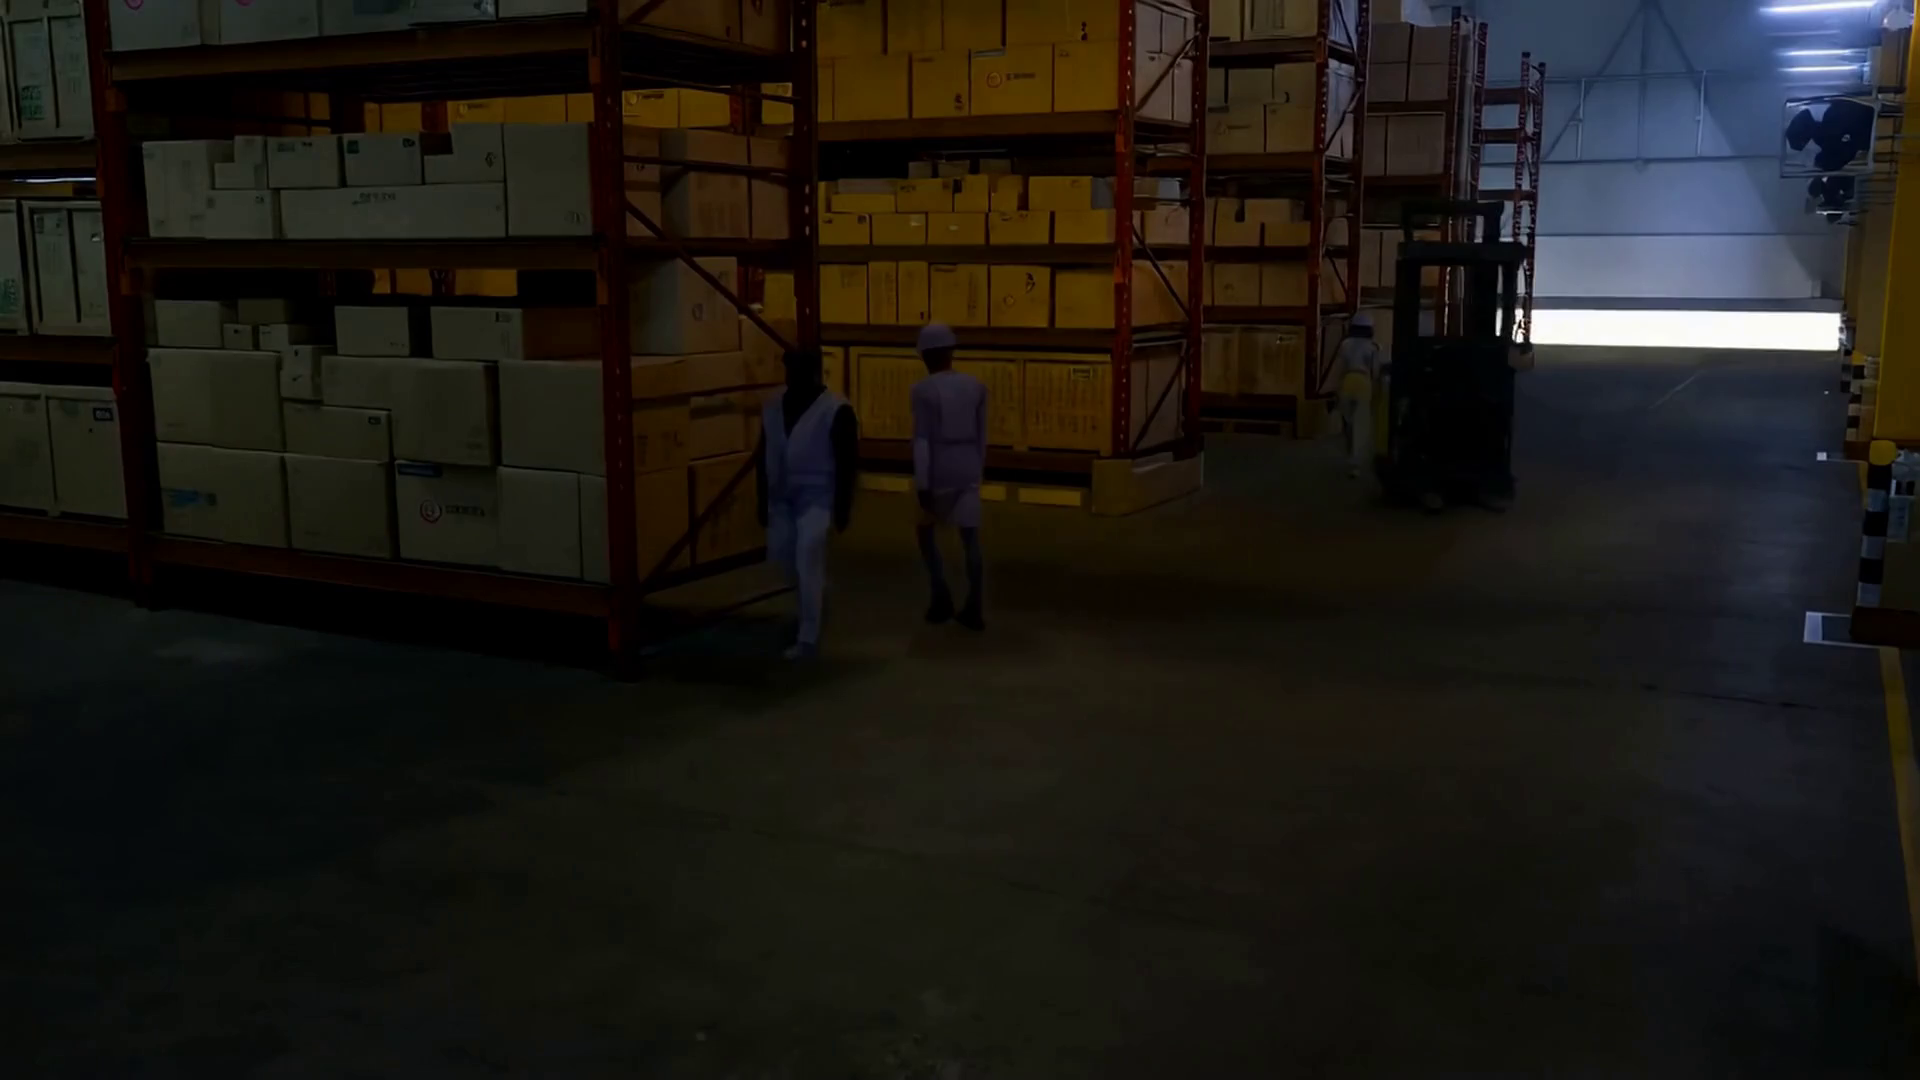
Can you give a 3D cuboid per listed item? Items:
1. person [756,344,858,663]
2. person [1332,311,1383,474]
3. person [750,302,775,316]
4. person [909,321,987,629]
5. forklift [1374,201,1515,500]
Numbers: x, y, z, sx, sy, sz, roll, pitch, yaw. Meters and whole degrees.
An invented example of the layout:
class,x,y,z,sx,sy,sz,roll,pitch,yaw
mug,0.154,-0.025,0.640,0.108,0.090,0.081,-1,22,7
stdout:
class,x,y,z,sx,sy,sz,roll,pitch,yaw
person,-0.876,-0.233,9.651,0.637,1.823,0.609,5,11,29
person,4.248,-1.572,17.715,0.509,1.715,0.708,4,11,23
person,-1.862,-1.246,15.334,0.770,1.885,0.652,4,11,24
person,-0.054,-0.400,10.355,0.595,1.906,0.530,-5,11,-28
forklift,4.733,-1.899,16.243,1.129,2.768,1.873,1,10,7
